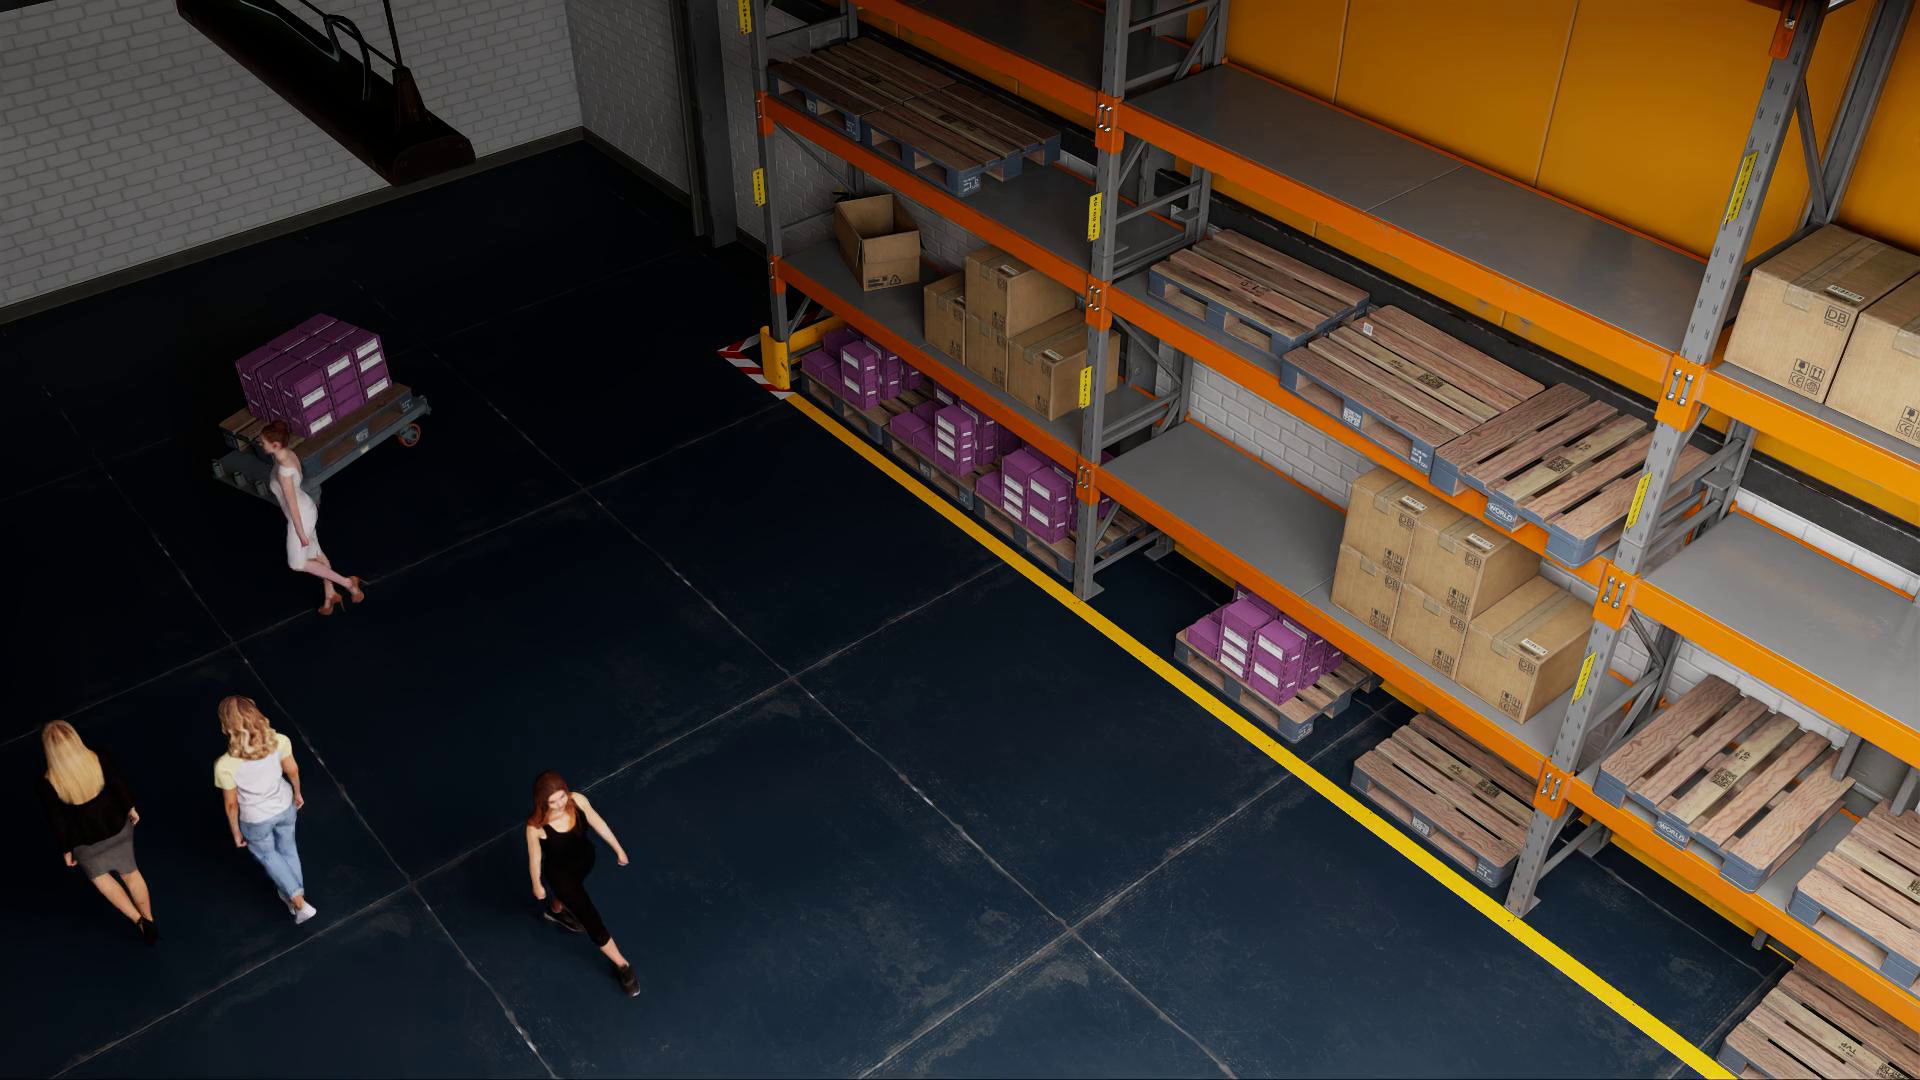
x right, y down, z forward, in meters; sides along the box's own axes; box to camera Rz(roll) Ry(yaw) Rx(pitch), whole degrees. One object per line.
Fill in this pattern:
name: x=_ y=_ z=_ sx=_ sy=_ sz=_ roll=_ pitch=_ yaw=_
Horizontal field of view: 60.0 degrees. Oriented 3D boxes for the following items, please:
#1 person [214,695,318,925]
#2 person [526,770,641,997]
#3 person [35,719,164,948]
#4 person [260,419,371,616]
person: x=-4.104 y=1.684 z=10.000 sx=0.797 sy=1.703 sz=0.709 roll=27 pitch=46 yaw=29
person: x=-2.334 y=1.890 z=9.764 sx=1.192 sy=1.676 sz=0.805 roll=26 pitch=46 yaw=29
person: x=-4.982 y=1.798 z=9.755 sx=0.778 sy=1.831 sz=0.692 roll=28 pitch=46 yaw=30
person: x=-4.734 y=-0.143 z=12.221 sx=0.796 sy=1.786 sz=0.780 roll=-8 pitch=39 yaw=-10
